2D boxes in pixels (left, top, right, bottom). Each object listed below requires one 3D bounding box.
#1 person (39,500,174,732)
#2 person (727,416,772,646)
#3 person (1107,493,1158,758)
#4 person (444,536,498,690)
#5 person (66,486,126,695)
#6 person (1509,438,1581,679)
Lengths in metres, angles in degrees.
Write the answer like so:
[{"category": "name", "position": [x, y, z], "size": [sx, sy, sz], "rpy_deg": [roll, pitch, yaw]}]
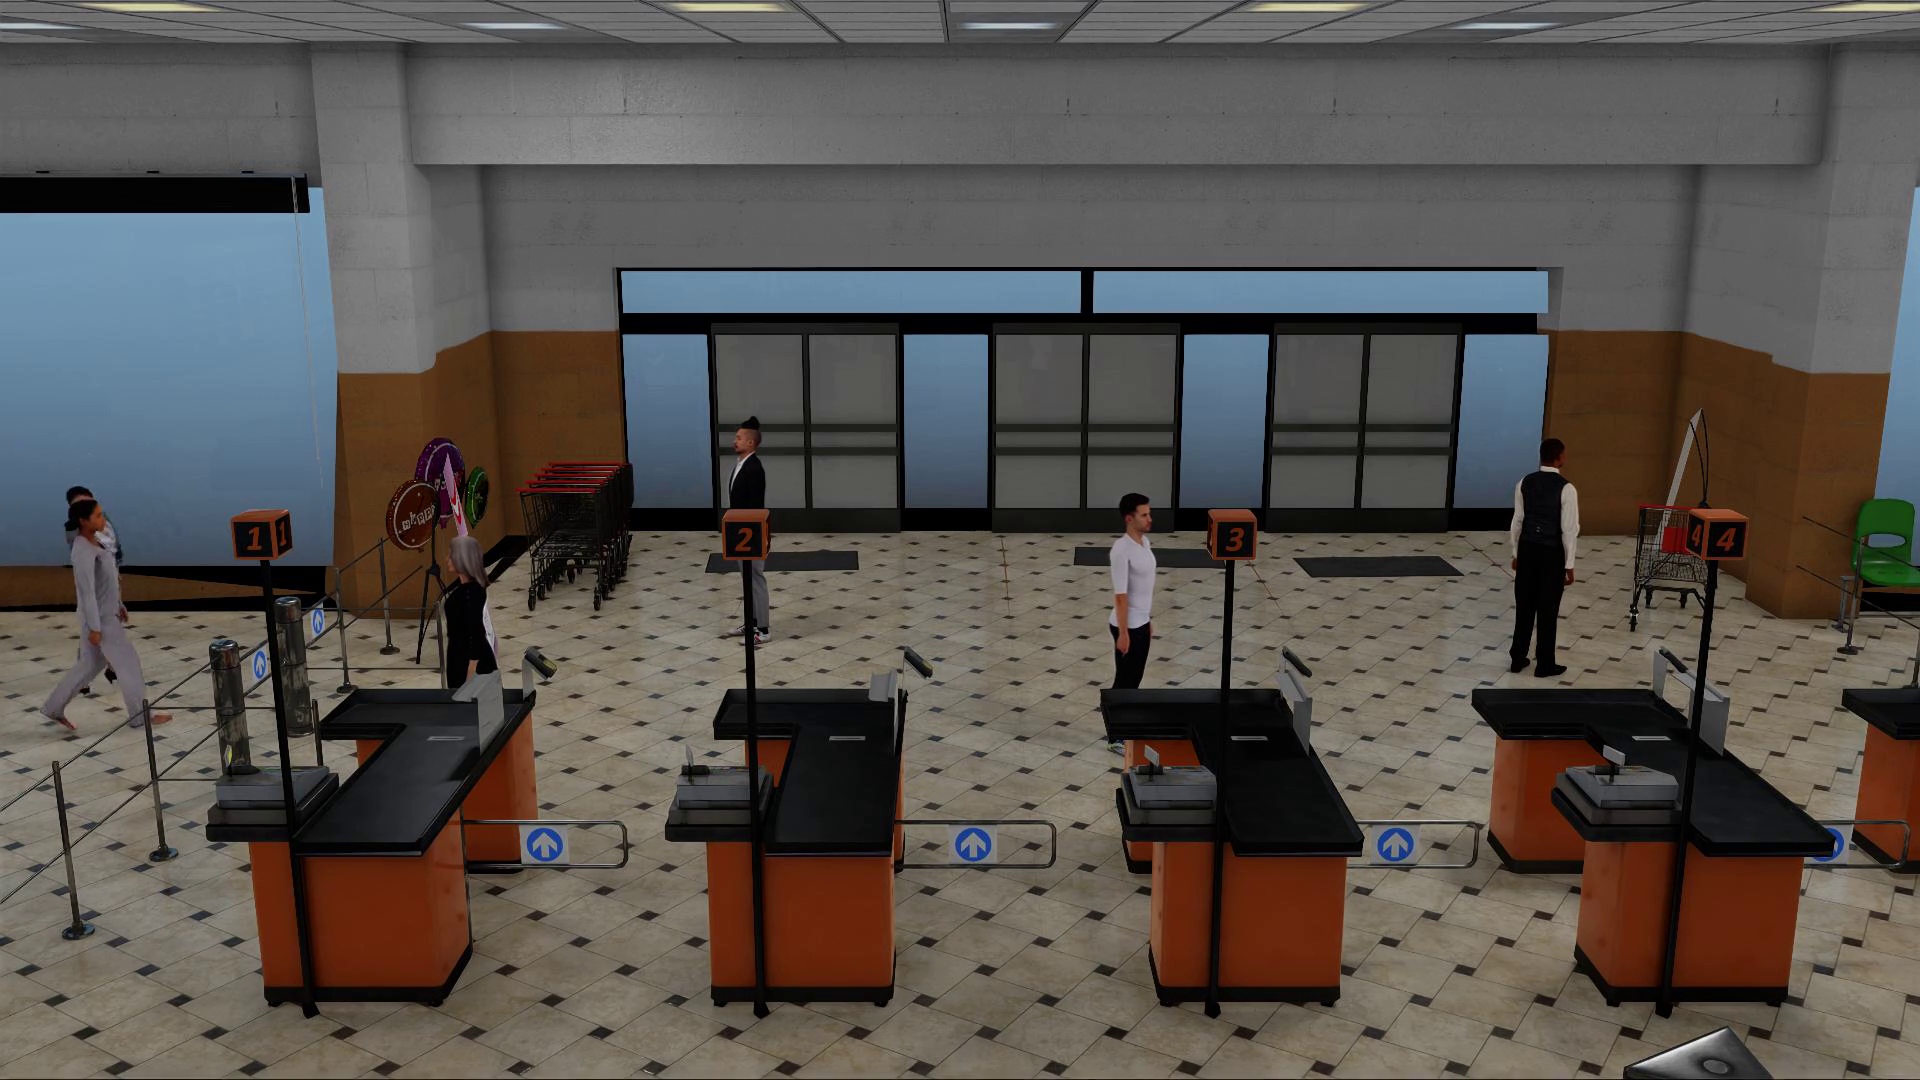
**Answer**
[{"category": "person", "position": [-6.293, 0.559, 11.988], "size": [0.990, 1.720, 1.126], "rpy_deg": [-6, 15, -24]}, {"category": "person", "position": [-1.783, -0.091, 14.181], "size": [0.847, 1.950, 0.693], "rpy_deg": [-6, 15, -23]}, {"category": "person", "position": [1.200, 0.575, 11.644], "size": [0.808, 1.851, 0.669], "rpy_deg": [7, 15, 27]}, {"category": "person", "position": [-3.191, 0.821, 10.851], "size": [0.748, 1.746, 0.632], "rpy_deg": [-6, 15, -23]}, {"category": "person", "position": [-6.699, 0.354, 12.979], "size": [0.769, 1.651, 0.557], "rpy_deg": [-3, 14, -11]}, {"category": "person", "position": [4.662, 0.131, 13.332], "size": [0.832, 1.918, 0.766], "rpy_deg": [-13, 19, -42]}]
